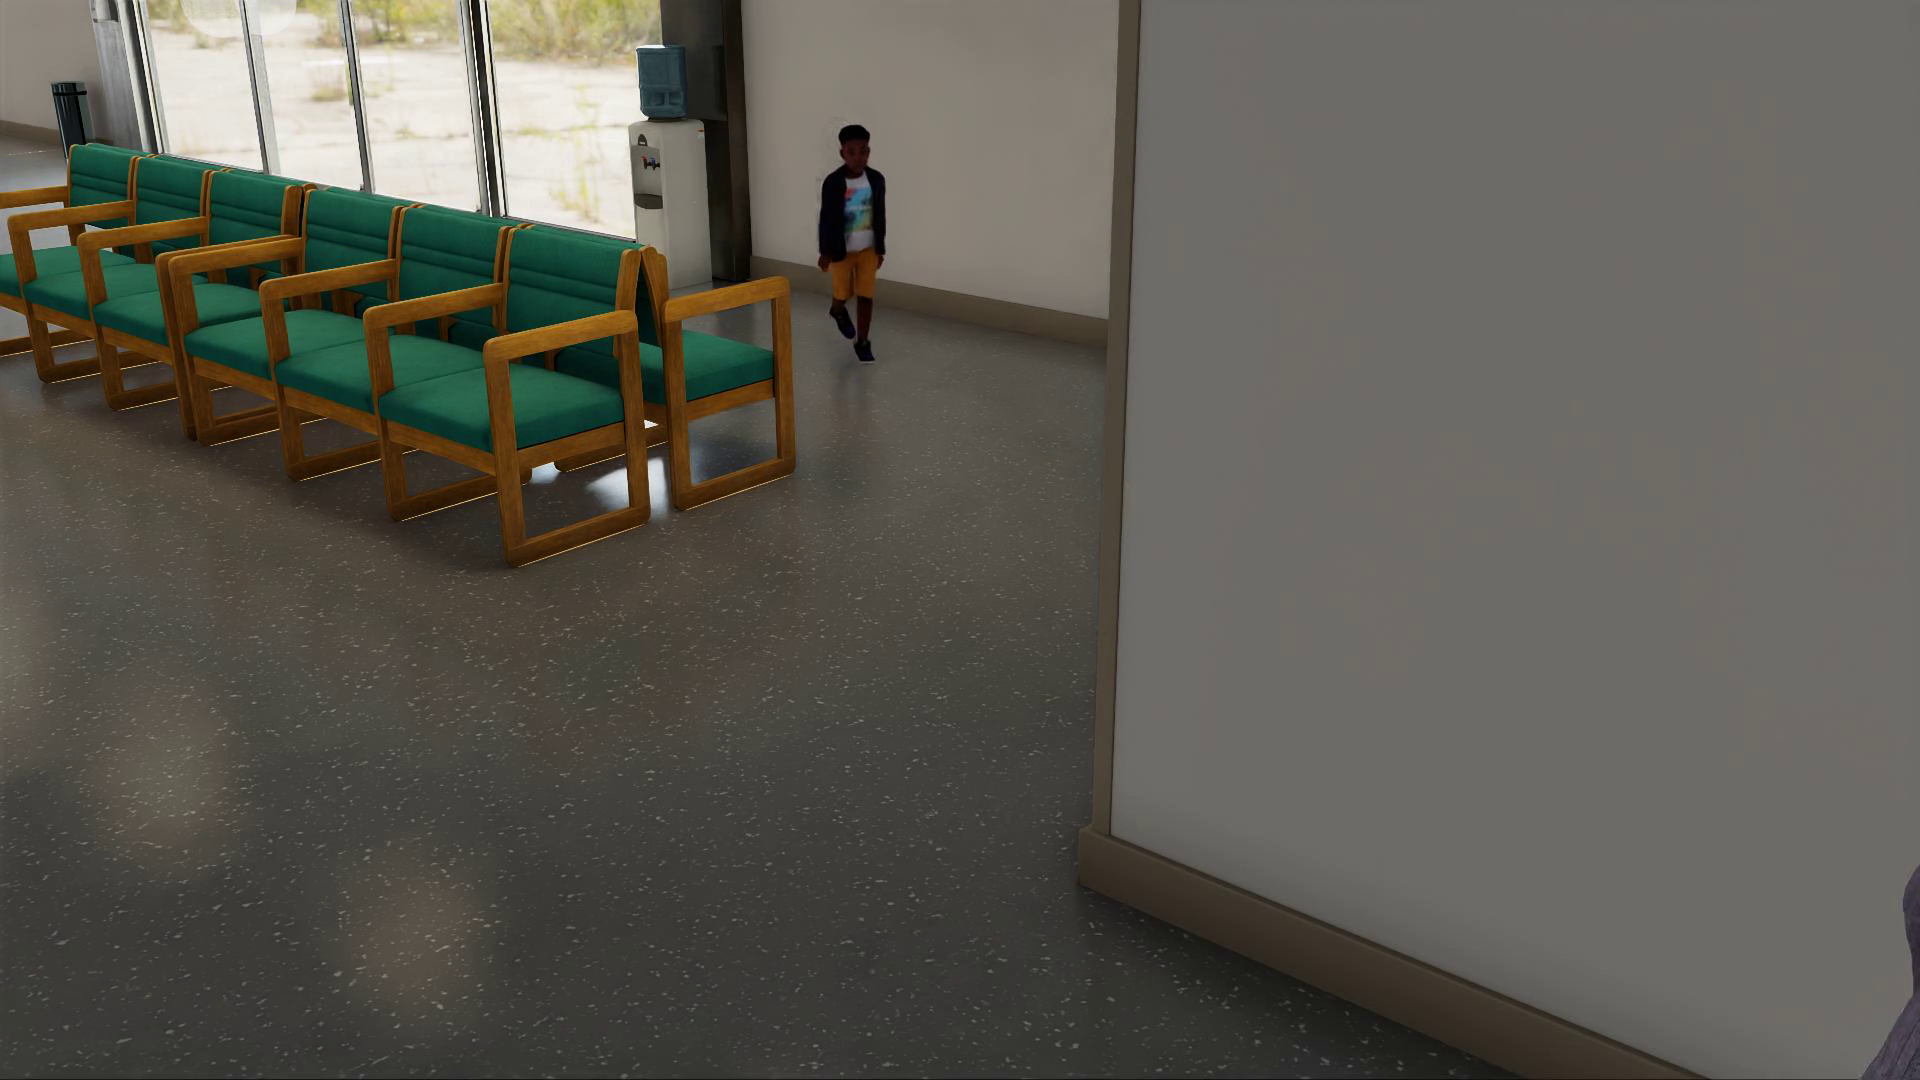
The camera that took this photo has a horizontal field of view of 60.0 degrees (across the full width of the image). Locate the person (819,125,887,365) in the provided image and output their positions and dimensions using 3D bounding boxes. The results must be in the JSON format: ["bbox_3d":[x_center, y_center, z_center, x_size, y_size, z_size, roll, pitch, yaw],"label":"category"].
[{"bbox_3d":[-0.569,-1.584,8.874,0.797,1.243,0.806,-6,22,-16],"label":"person"}]
